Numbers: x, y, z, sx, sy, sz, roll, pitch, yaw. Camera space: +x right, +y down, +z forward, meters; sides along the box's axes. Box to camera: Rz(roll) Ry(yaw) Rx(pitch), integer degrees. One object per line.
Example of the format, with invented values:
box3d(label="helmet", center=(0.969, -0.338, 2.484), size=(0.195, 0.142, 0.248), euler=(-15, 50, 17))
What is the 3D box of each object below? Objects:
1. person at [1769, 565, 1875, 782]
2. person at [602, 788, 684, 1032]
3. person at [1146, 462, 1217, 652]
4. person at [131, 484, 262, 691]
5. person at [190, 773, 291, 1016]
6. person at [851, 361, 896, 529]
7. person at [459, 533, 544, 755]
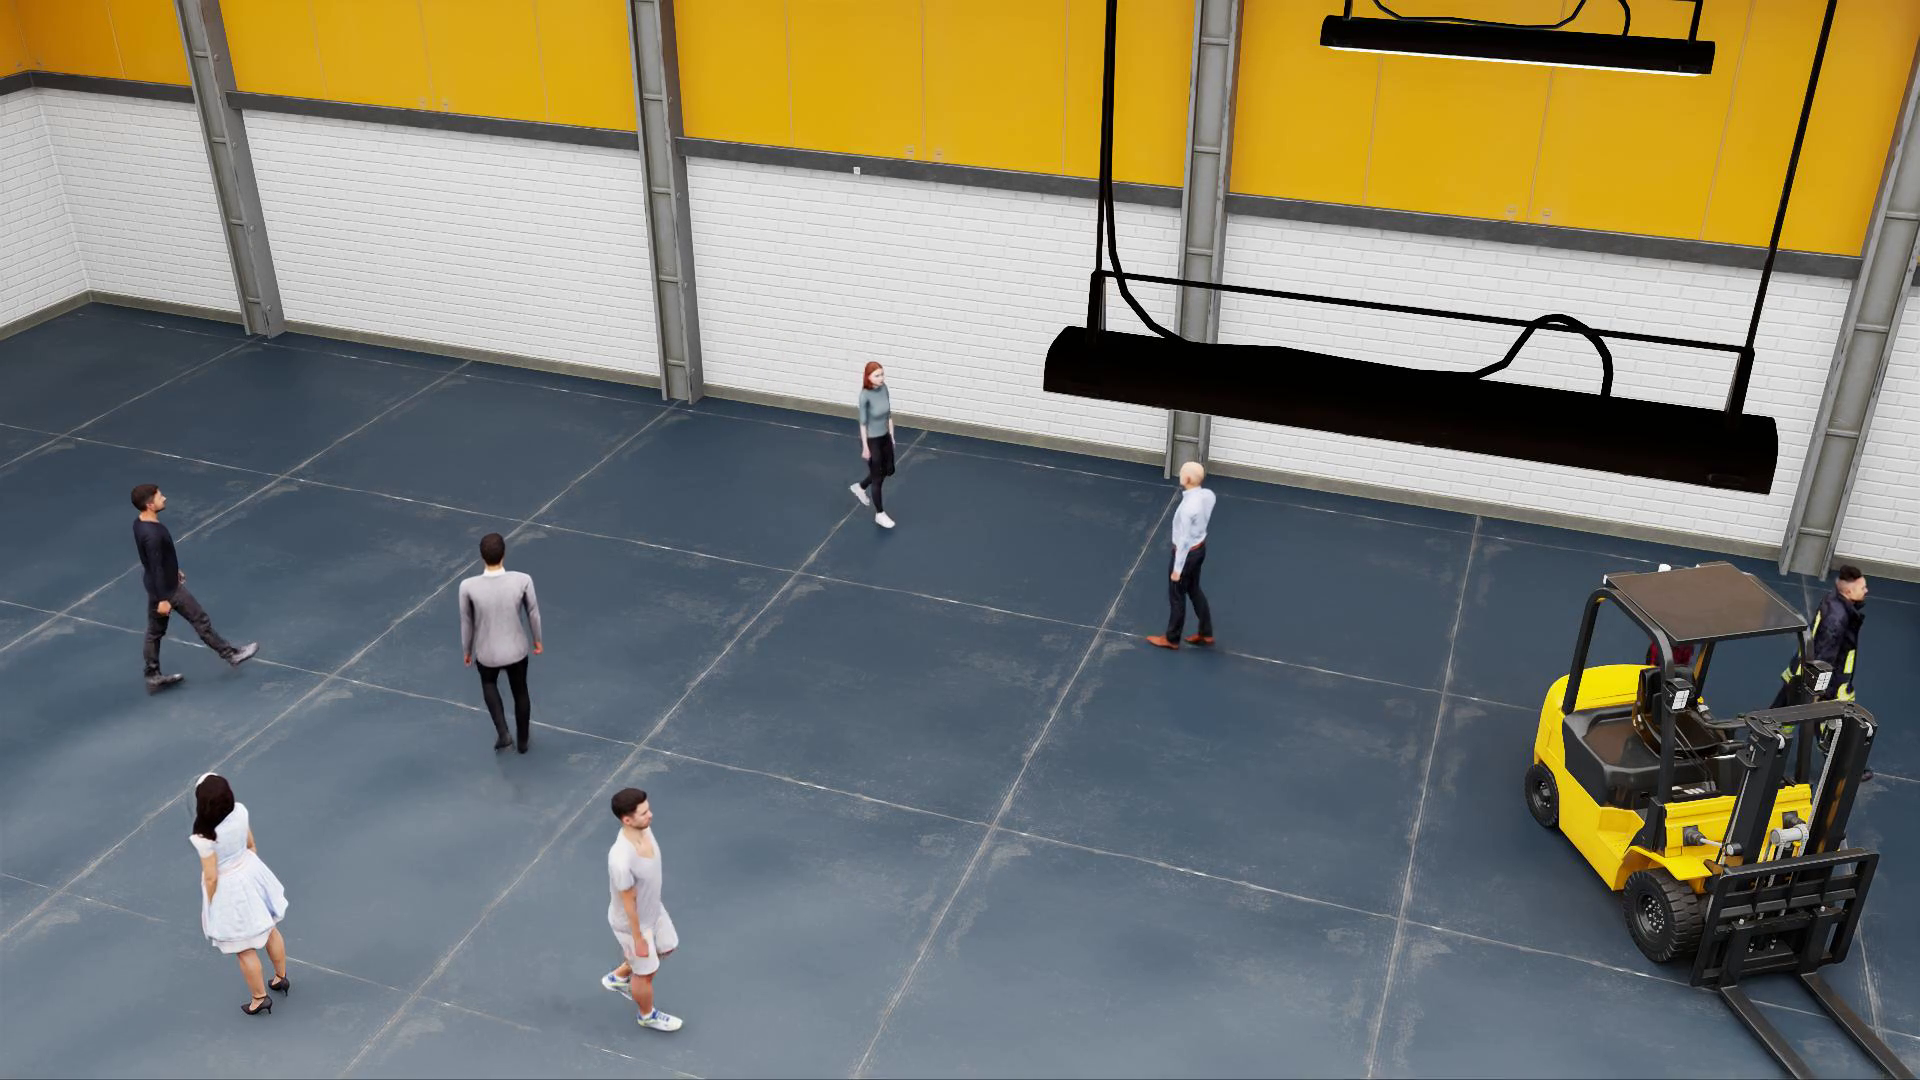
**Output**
box3d(label="person", center=(6.493, 0.989, 12.697), size=(1.105, 1.816, 0.801), euler=(11, 31, 19))
box3d(label="person", center=(-2.082, 2.293, 10.282), size=(0.837, 1.839, 0.752), euler=(5, 29, 9))
box3d(label="person", center=(1.989, 0.145, 14.251), size=(0.865, 1.809, 0.742), euler=(17, 33, 28))
box3d(label="person", center=(-6.650, 0.433, 13.708), size=(1.145, 1.823, 1.204), euler=(-19, 34, -31))
box3d(label="person", center=(-4.518, 2.221, 10.437), size=(0.718, 1.818, 0.696), euler=(12, 31, 20))
box3d(label="person", center=(-0.877, -0.970, 16.376), size=(0.903, 1.732, 0.743), euler=(20, 34, 32))
box3d(label="person", center=(-3.521, 0.872, 12.811), size=(0.881, 1.913, 0.964), euler=(-10, 30, -17))
